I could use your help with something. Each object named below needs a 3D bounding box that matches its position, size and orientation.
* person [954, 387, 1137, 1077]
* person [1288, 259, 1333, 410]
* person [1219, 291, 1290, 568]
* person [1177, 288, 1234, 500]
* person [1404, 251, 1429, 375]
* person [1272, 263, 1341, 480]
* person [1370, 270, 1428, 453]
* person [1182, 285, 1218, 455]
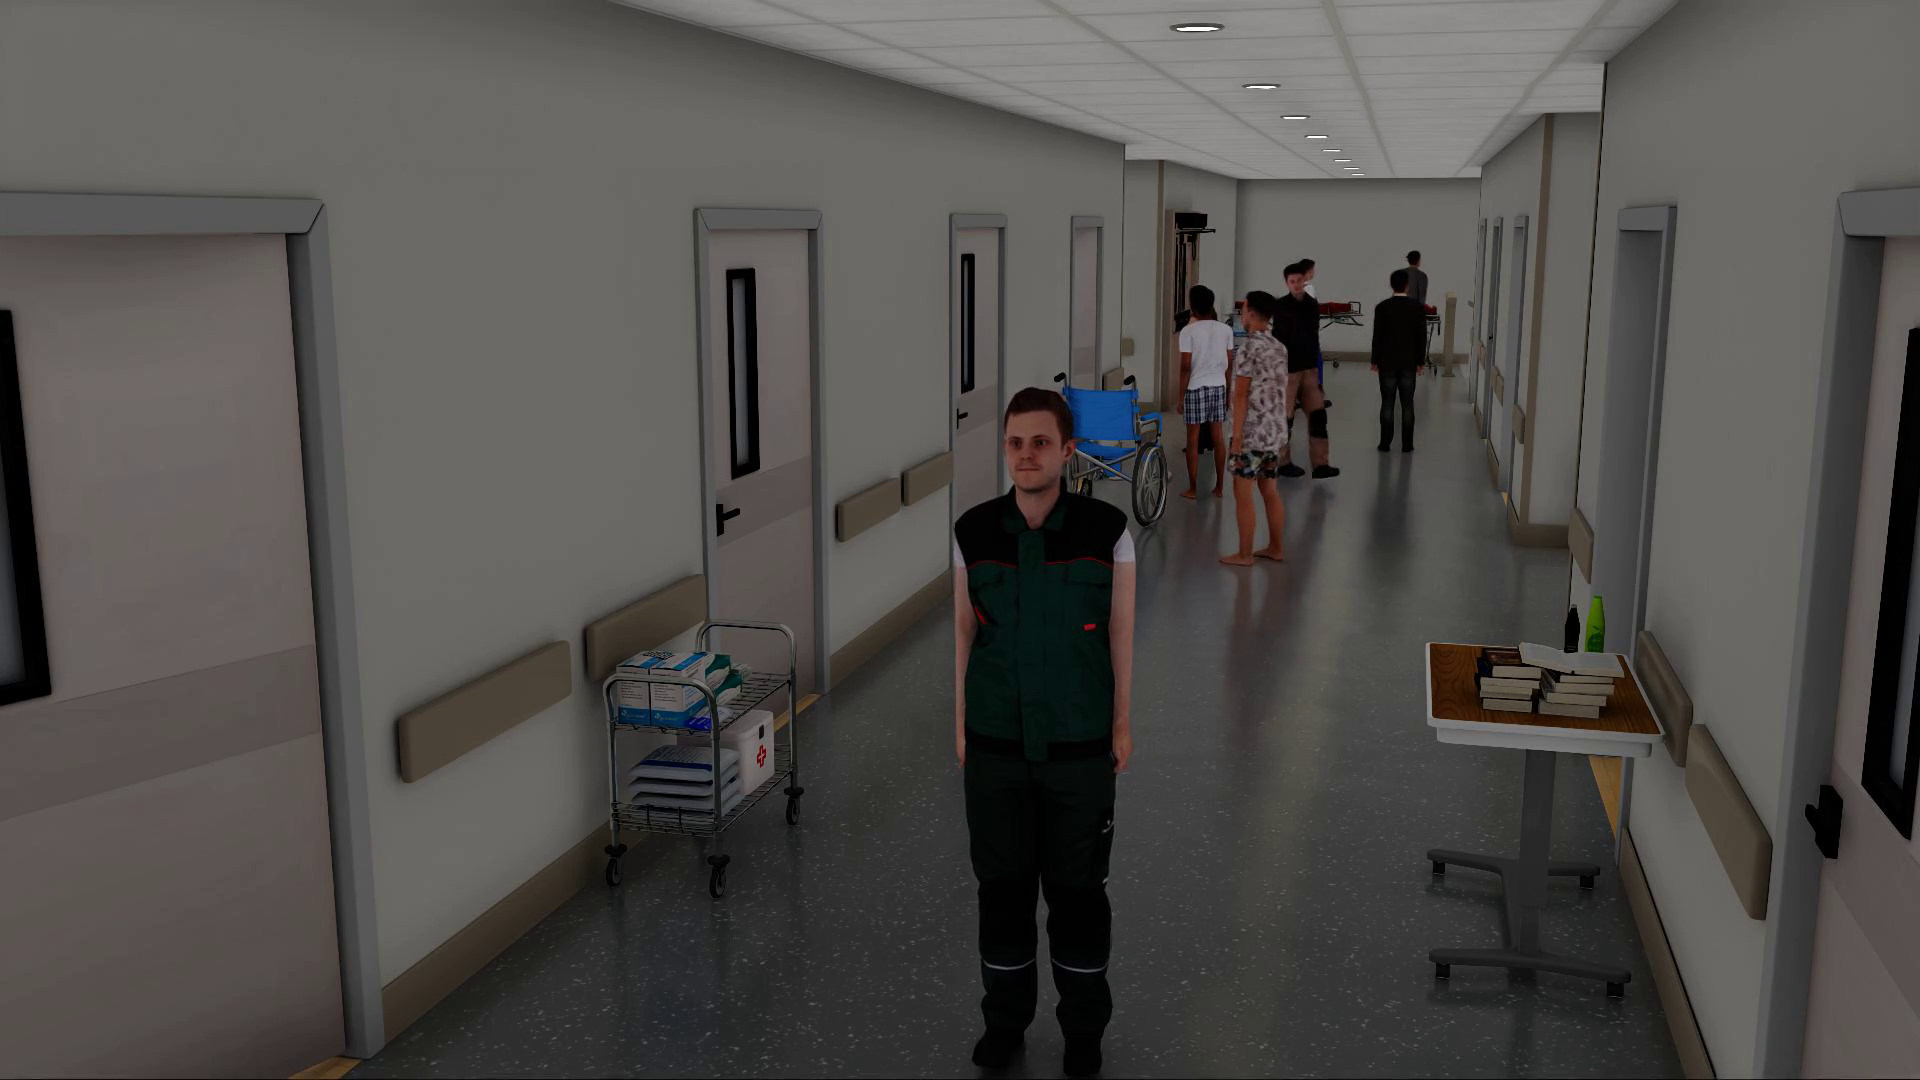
[{"bbox_3d":[0.216,0.506,4.396,0.645,1.844,0.581,2,11,11],"label":"person"},{"bbox_3d":[4.049,-2.471,20.146,1.026,1.825,0.966,-6,13,-31],"label":"person"},{"bbox_3d":[2.008,-0.740,11.070,0.690,1.808,0.806,-10,15,-43],"label":"person"},{"bbox_3d":[2.029,-1.215,13.791,0.699,1.727,0.683,-2,11,-12],"label":"person"},{"bbox_3d":[6.595,-3.311,24.476,0.802,1.861,0.817,9,14,40],"label":"person"},{"bbox_3d":[2.918,-1.476,14.730,1.048,1.891,1.126,-6,12,-28],"label":"person"},{"bbox_3d":[4.378,-1.790,16.619,0.700,1.802,0.552,2,11,9],"label":"person"},{"bbox_3d":[2.383,-1.700,16.528,0.715,1.660,0.580,8,13,36],"label":"person"}]
